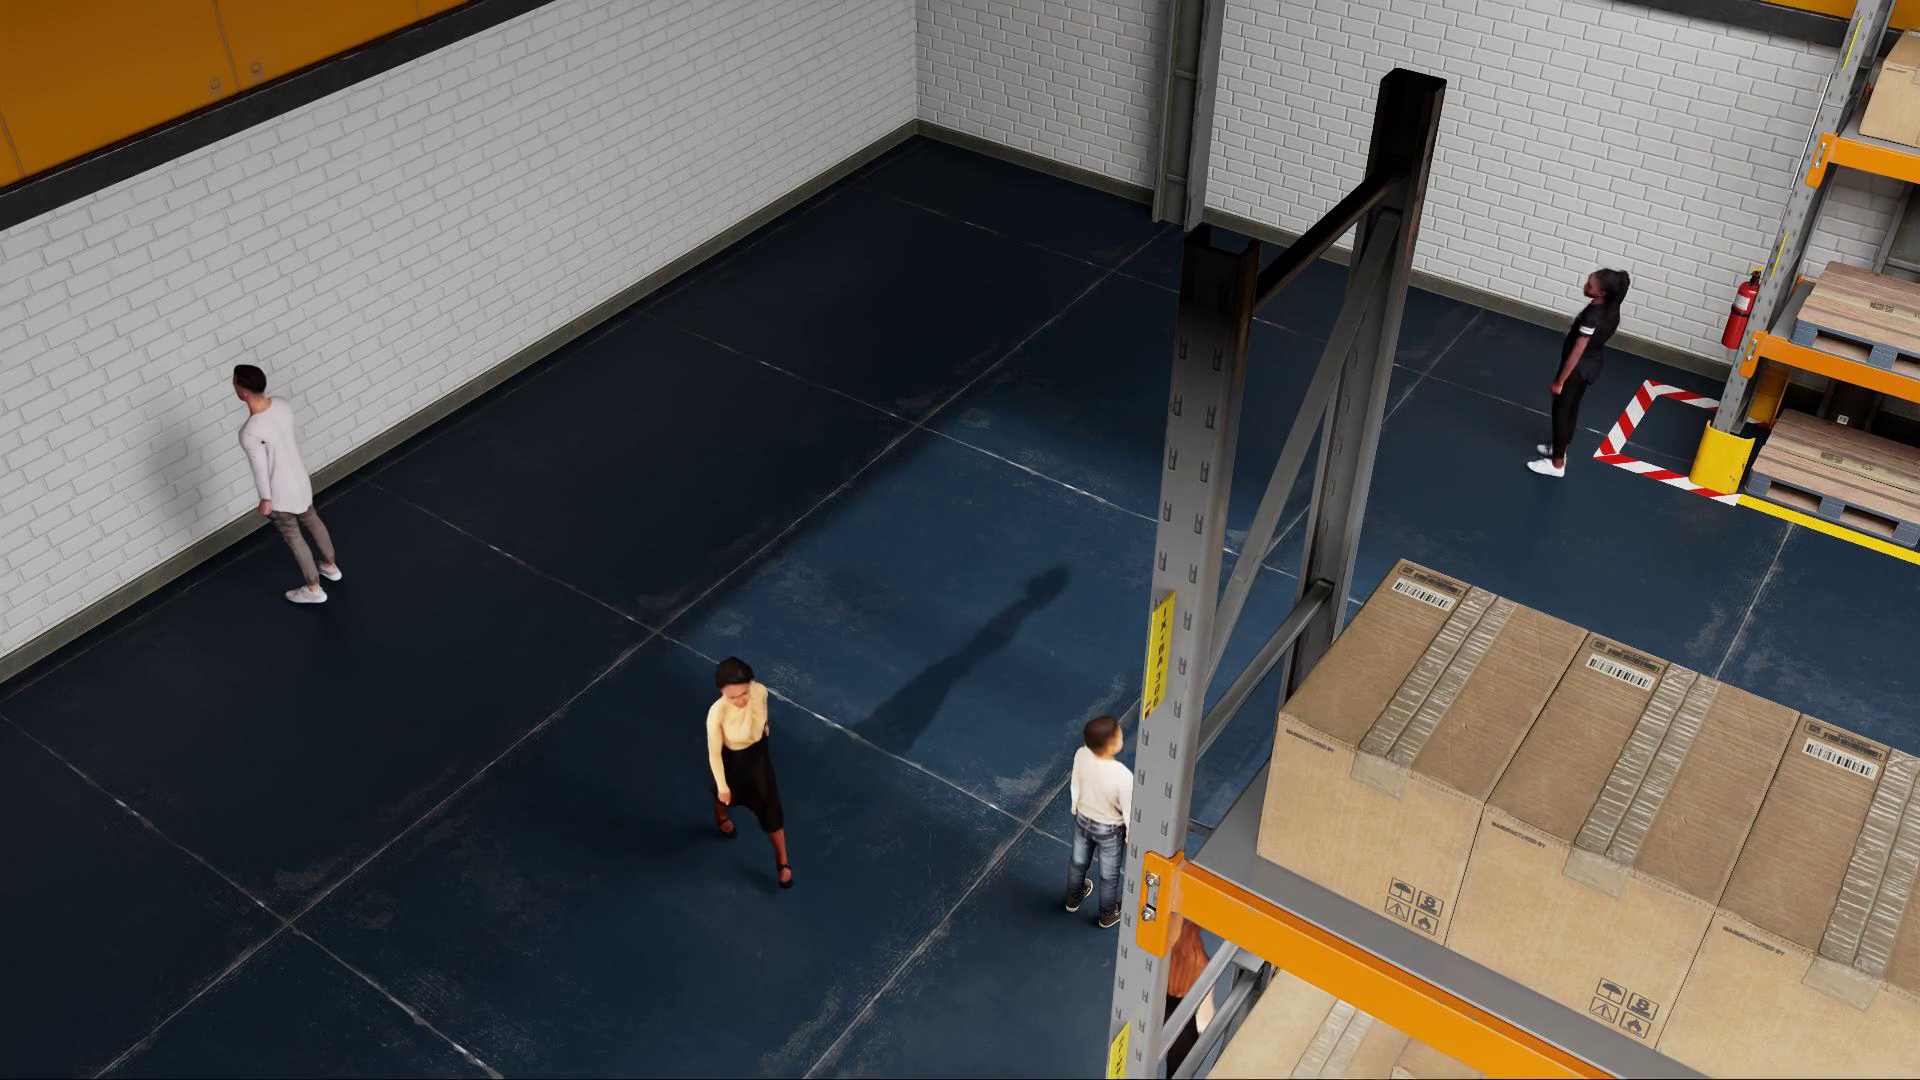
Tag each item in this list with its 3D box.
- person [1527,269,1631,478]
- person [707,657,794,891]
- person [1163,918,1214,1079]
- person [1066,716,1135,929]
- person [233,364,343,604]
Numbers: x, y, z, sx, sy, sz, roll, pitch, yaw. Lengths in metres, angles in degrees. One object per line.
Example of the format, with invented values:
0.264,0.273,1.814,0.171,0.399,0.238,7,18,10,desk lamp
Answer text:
4.529,-1.248,12.210,0.643,1.730,0.595,-32,48,-33,person
-1.255,1.191,9.251,0.777,1.613,1.042,-31,48,-33,person
0.967,2.268,7.811,0.480,1.726,0.639,29,47,31,person
0.750,1.515,8.965,0.428,1.463,0.616,25,45,28,person
-4.489,-0.384,11.041,0.693,1.838,0.740,8,39,9,person
